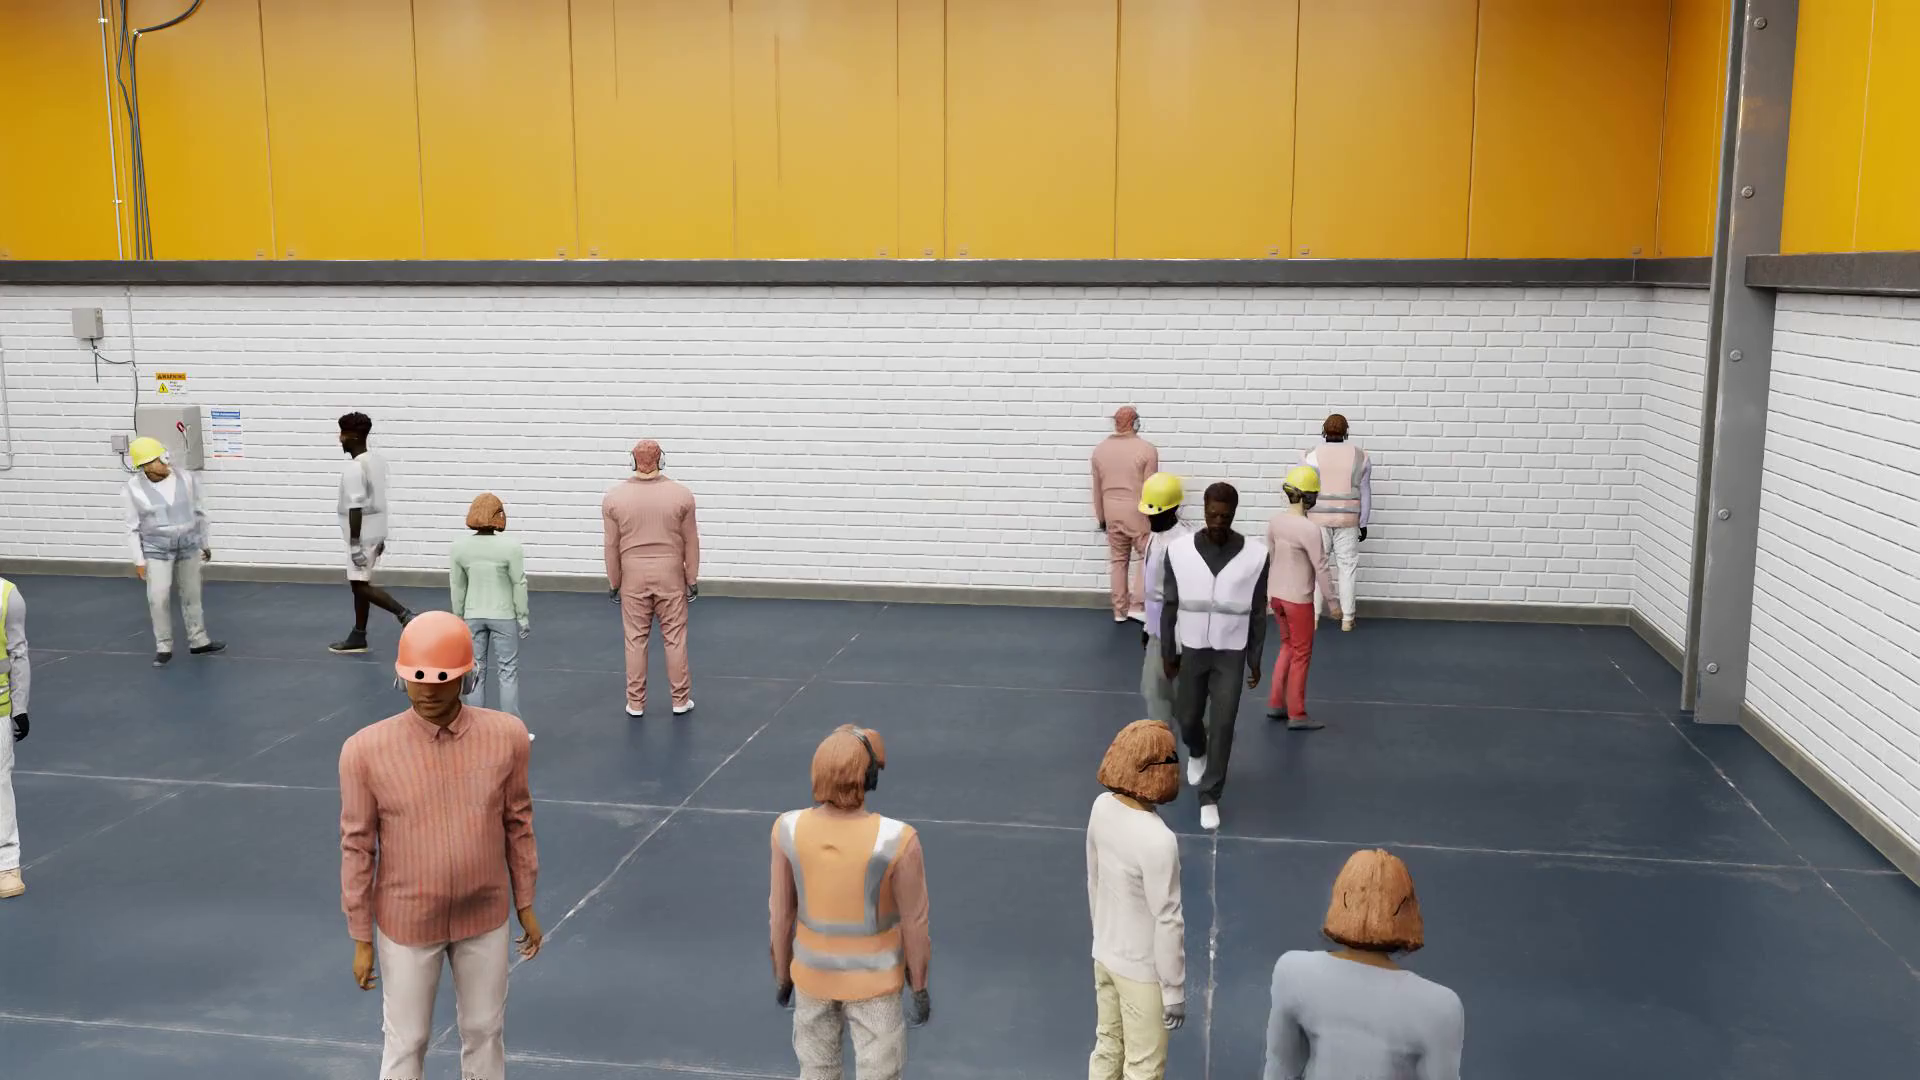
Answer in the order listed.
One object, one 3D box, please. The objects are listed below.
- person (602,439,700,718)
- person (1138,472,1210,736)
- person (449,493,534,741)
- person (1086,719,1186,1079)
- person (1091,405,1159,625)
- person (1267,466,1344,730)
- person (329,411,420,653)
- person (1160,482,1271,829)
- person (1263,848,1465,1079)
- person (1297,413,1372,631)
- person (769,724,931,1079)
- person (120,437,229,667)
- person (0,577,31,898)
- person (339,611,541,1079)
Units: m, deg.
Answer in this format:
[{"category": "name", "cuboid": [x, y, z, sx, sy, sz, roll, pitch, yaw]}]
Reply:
[{"category": "person", "cuboid": [-2.088, 0.261, 11.309, 0.642, 1.906, 0.410, -1, 9, -9]}, {"category": "person", "cuboid": [1.283, 0.523, 9.762, 0.592, 1.881, 0.615, -1, 9, -4]}, {"category": "person", "cuboid": [-2.980, 0.513, 10.579, 0.498, 1.634, 0.282, 1, 9, 8]}, {"category": "person", "cuboid": [0.570, 1.368, 5.311, 0.280, 1.633, 0.503, -4, 10, -23]}, {"category": "person", "cuboid": [1.450, -0.203, 14.183, 0.699, 1.897, 0.450, 7, 12, 39]}, {"category": "person", "cuboid": [2.239, 0.392, 10.970, 0.366, 1.761, 0.555, -3, 10, -20]}, {"category": "person", "cuboid": [-4.615, -0.045, 13.082, 0.766, 1.944, 0.611, 0, 9, 0]}, {"category": "person", "cuboid": [1.414, 0.598, 9.256, 0.591, 1.898, 0.678, 2, 9, 11]}, {"category": "person", "cuboid": [0.997, 1.562, 4.182, 0.512, 1.615, 0.674, 6, 11, 33]}, {"category": "person", "cuboid": [3.138, -0.147, 14.015, 0.627, 1.844, 0.429, 1, 9, 7]}, {"category": "person", "cuboid": [-0.343, 1.386, 5.200, 0.520, 1.640, 0.309, 3, 10, 18]}, {"category": "person", "cuboid": [-6.027, 0.079, 12.820, 0.414, 1.785, 0.743, 8, 12, 41]}, {"category": "person", "cuboid": [-4.804, 0.831, 7.987, 0.627, 1.844, 0.429, -5, 10, -27]}, {"category": "person", "cuboid": [-1.627, 1.195, 5.276, 0.614, 1.990, 0.392, -6, 11, -31]}]
